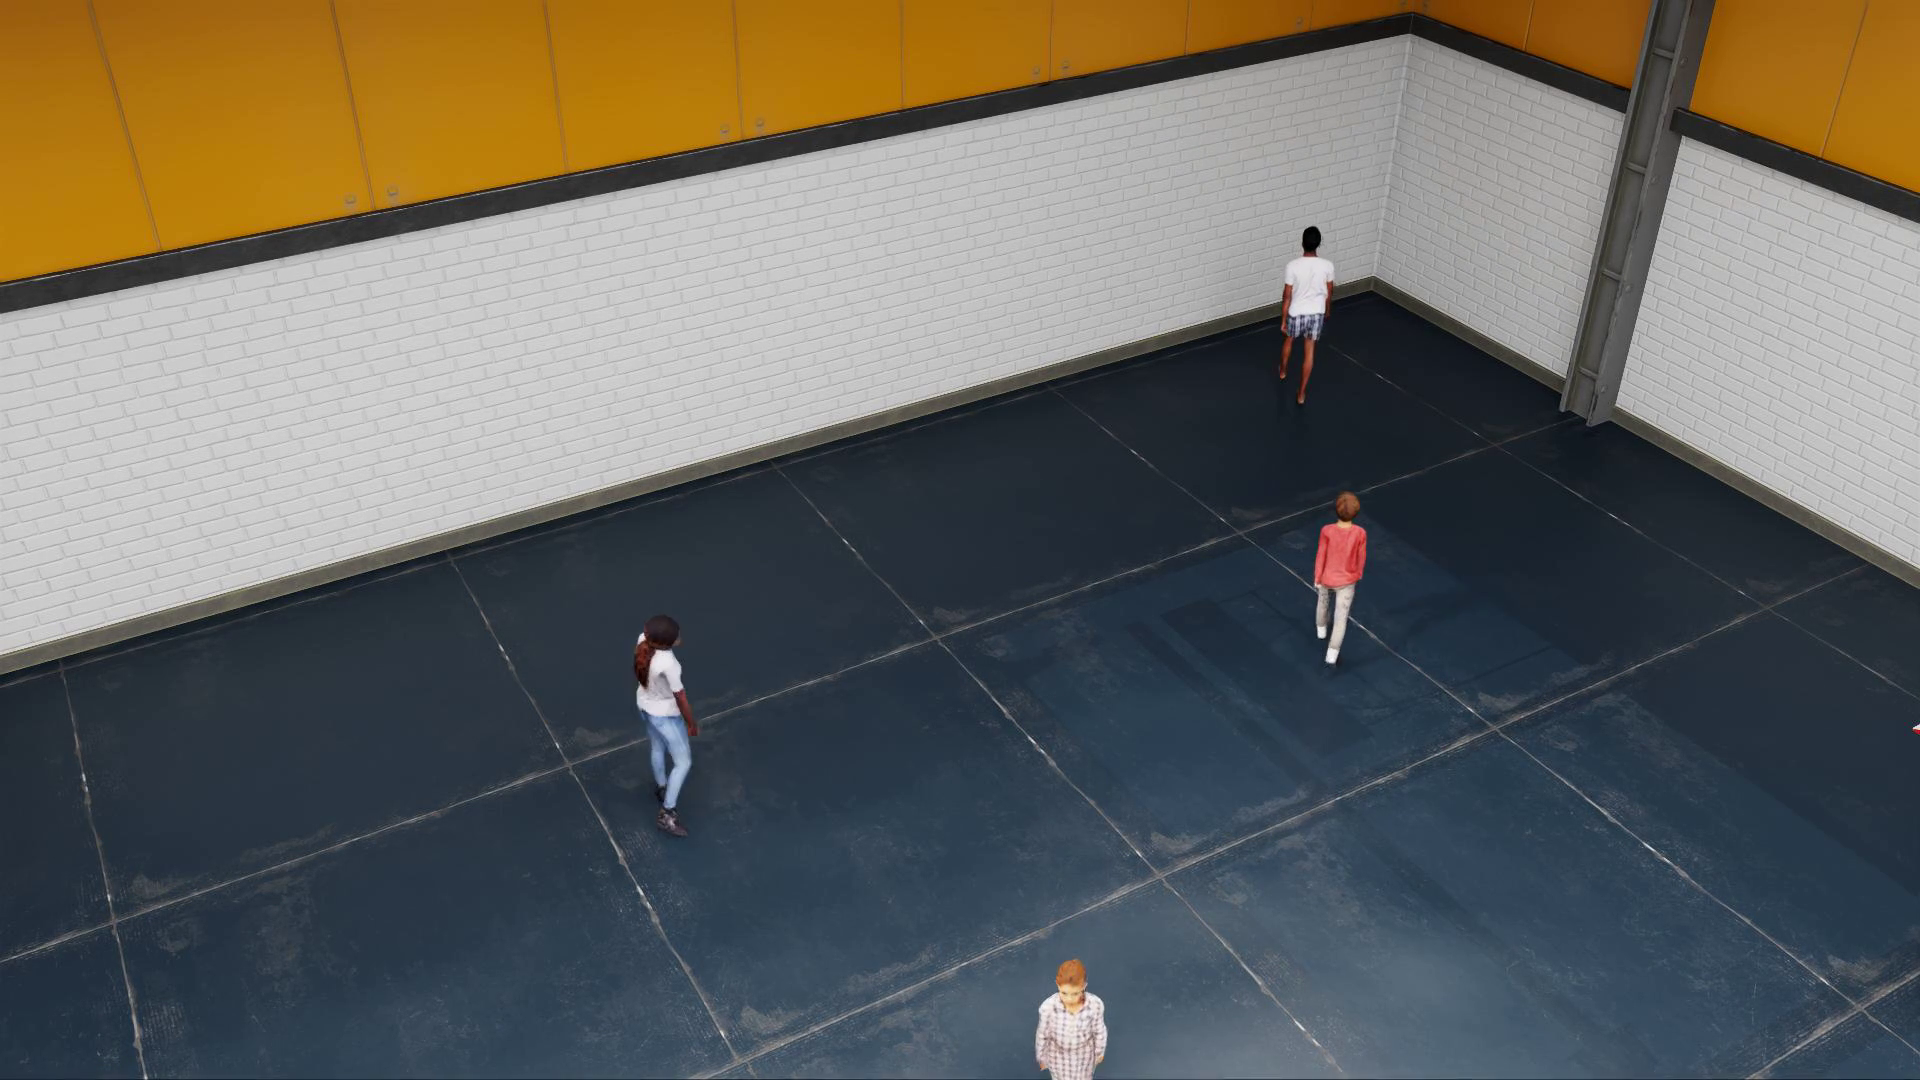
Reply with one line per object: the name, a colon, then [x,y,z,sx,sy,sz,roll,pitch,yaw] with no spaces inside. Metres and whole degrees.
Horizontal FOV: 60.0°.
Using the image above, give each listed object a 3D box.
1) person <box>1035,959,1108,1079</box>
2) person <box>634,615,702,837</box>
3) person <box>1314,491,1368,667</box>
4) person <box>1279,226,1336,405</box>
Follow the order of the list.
person: [0.597,2.699,8.993,0.662,1.298,0.718,1,34,1]
person: [-2.004,1.126,10.998,0.609,1.698,0.849,20,38,27]
person: [2.850,0.303,12.505,0.893,1.401,0.951,9,35,13]
person: [3.312,-2.113,15.874,1.006,1.695,1.105,5,34,7]
